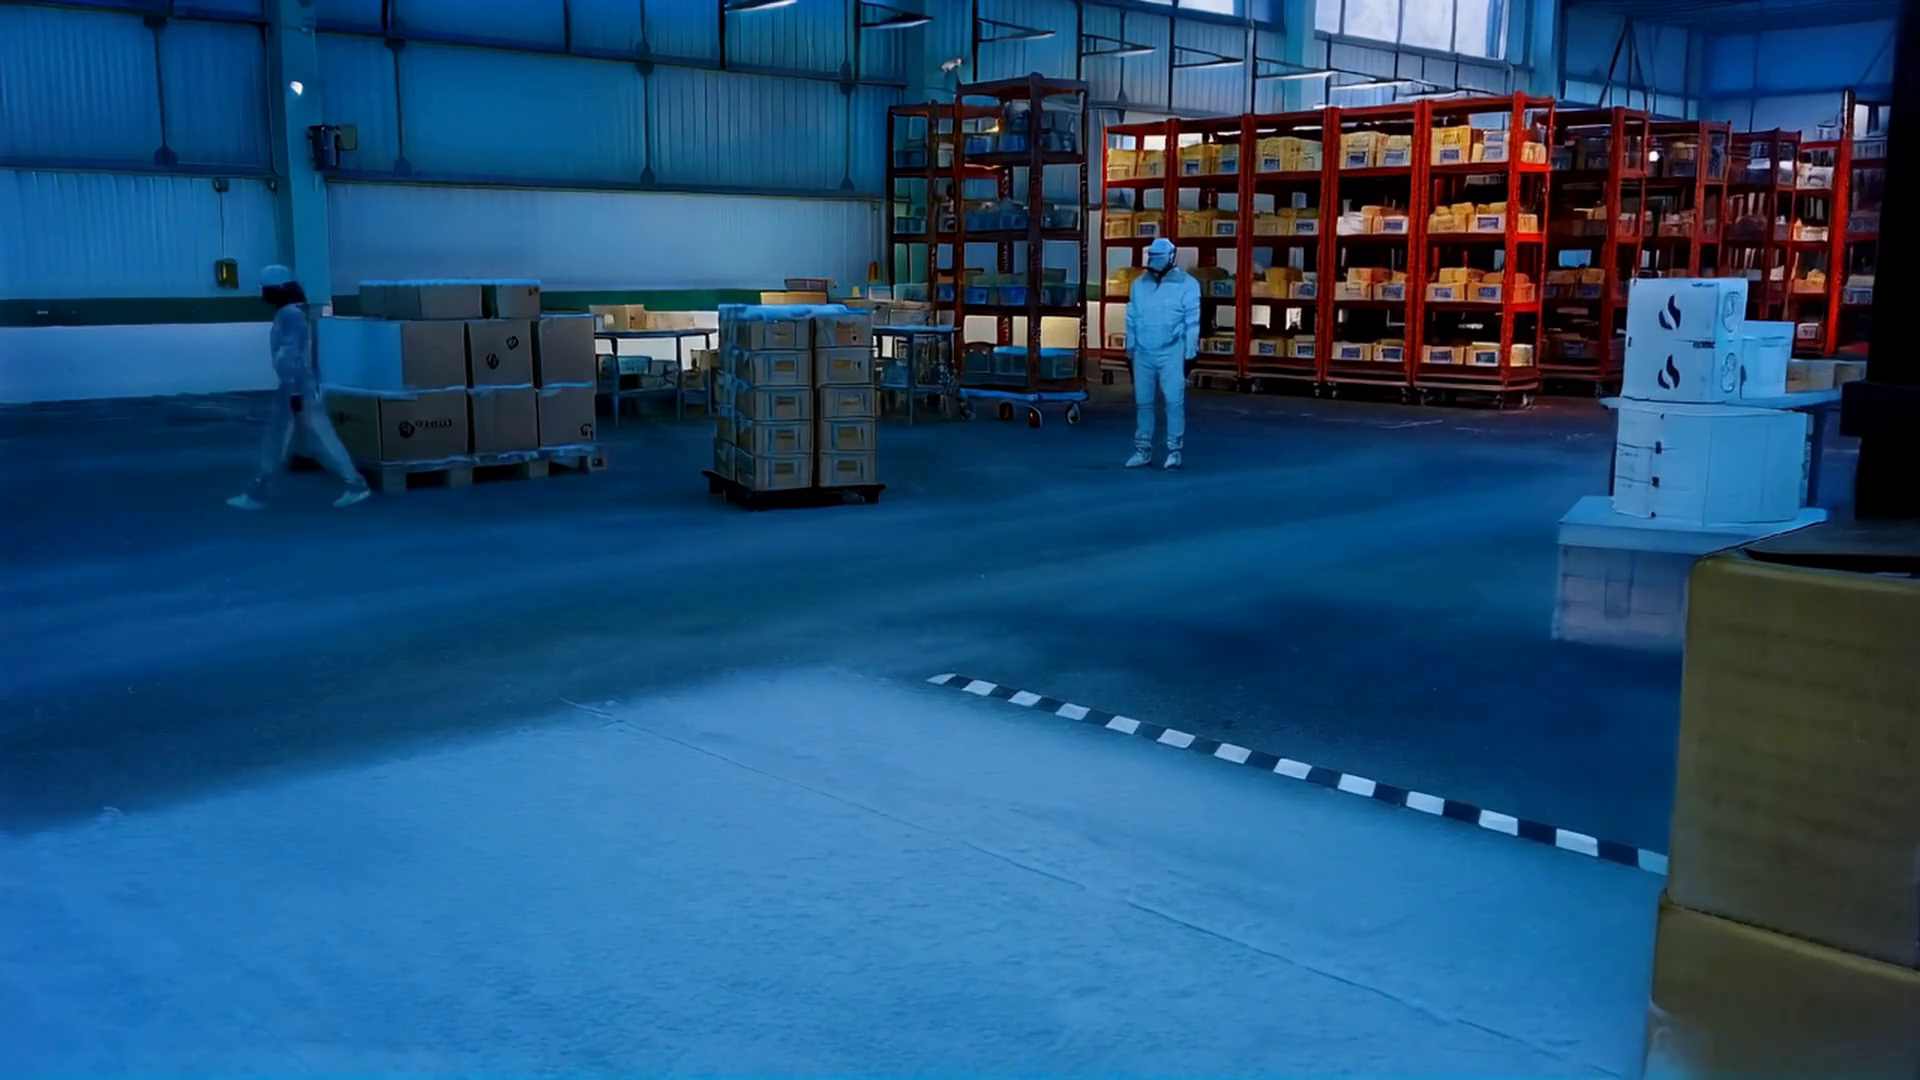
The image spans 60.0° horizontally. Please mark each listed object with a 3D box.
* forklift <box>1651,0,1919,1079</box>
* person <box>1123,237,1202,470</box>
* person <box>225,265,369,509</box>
[{"bbox_3d":[2.518,-0.349,3.710,1.873,2.768,1.129,-9,13,-44],"label":"forklift"},{"bbox_3d":[1.649,-1.532,13.746,0.639,1.911,0.406,6,11,31],"label":"person"},{"bbox_3d":[-4.594,-1.051,11.526,0.936,1.688,0.488,-1,10,-6],"label":"person"}]
